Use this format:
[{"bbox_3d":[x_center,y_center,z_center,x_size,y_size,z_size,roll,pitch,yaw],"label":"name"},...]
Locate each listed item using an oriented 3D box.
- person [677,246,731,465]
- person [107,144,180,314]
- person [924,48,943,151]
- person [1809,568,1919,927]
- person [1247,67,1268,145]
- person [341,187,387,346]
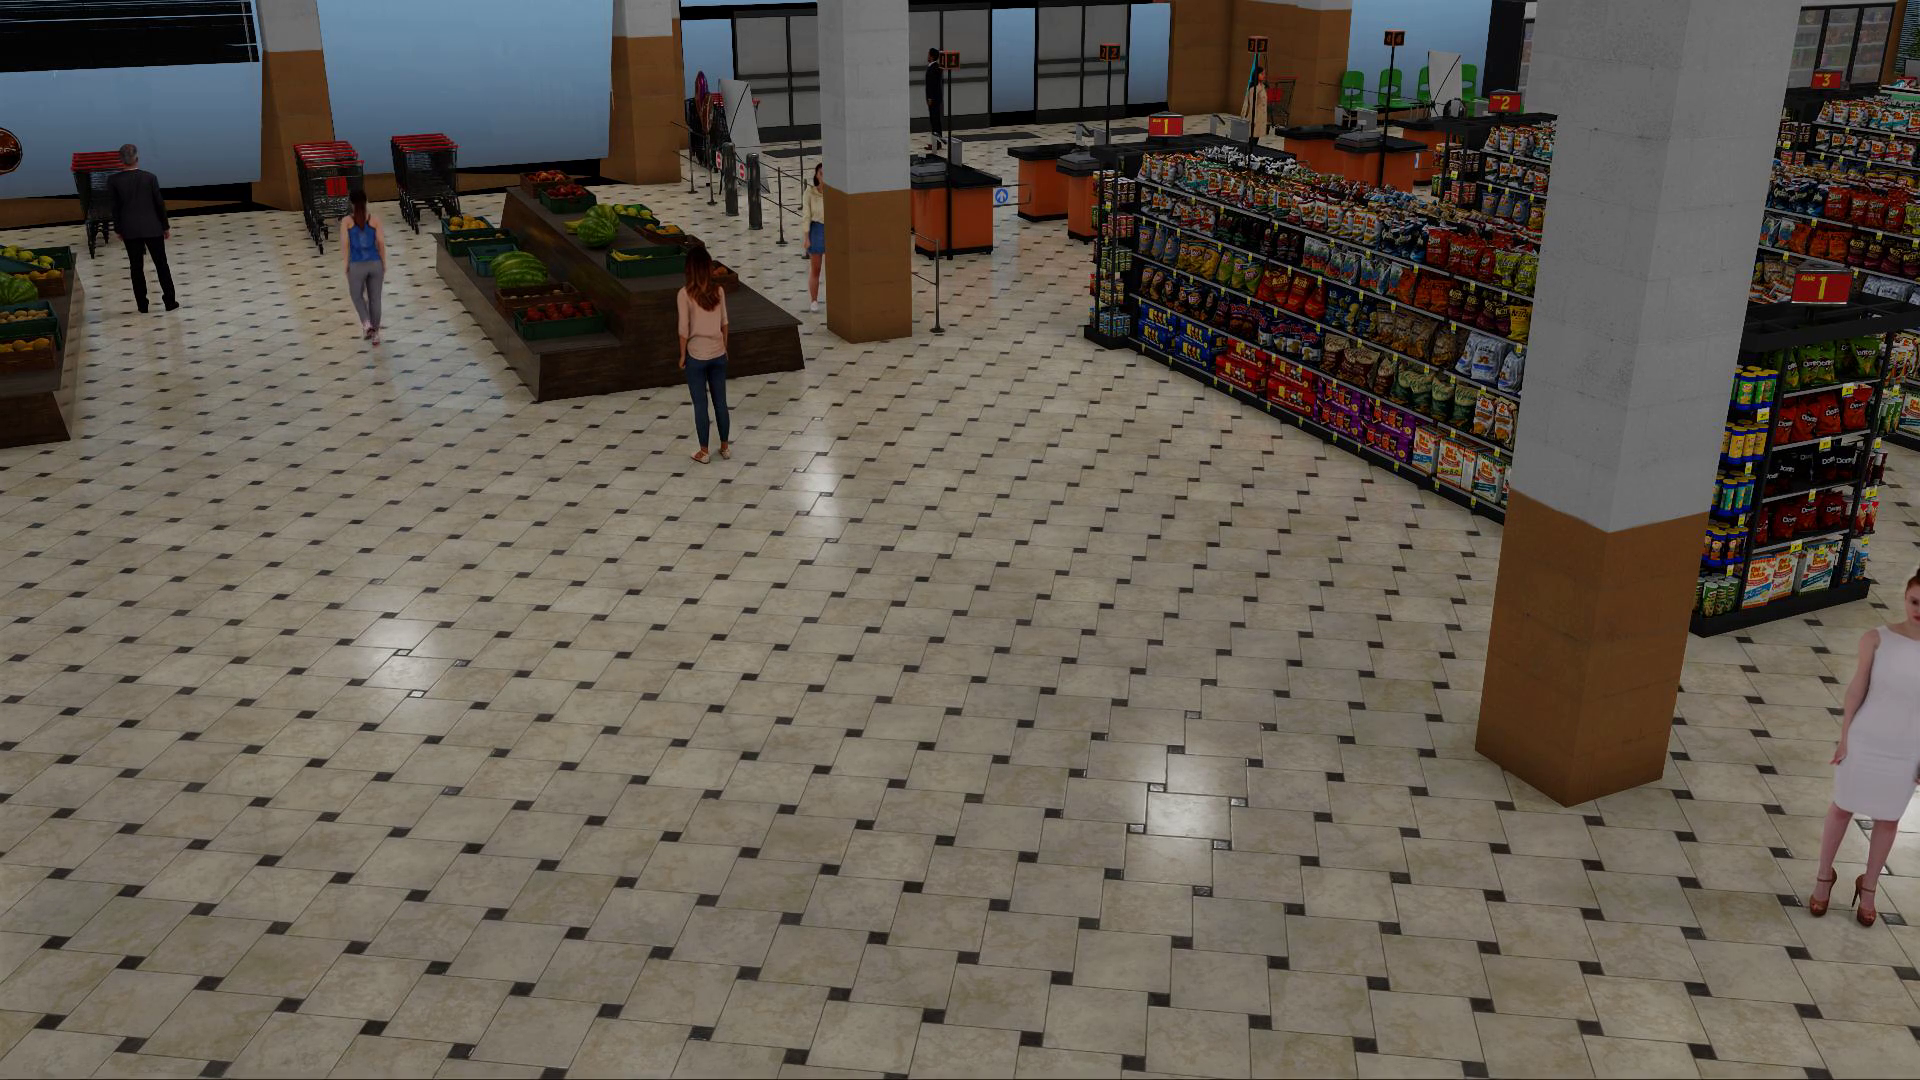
[{"bbox_3d":[-2.078,-1.510,13.591,0.606,1.792,0.548,-13,25,-29],"label":"person"},{"bbox_3d":[-9.017,-3.438,18.325,0.721,1.841,0.573,-9,24,-22],"label":"person"},{"bbox_3d":[-0.450,-7.732,29.166,0.768,1.725,0.681,5,23,13],"label":"person"},{"bbox_3d":[4.178,0.937,7.503,0.609,1.791,0.695,10,24,24],"label":"person"},{"bbox_3d":[4.759,-6.762,26.810,0.732,1.682,0.706,11,24,25],"label":"person"},{"bbox_3d":[-6.067,-2.770,16.985,0.570,1.600,0.637,-10,24,-24],"label":"person"}]
